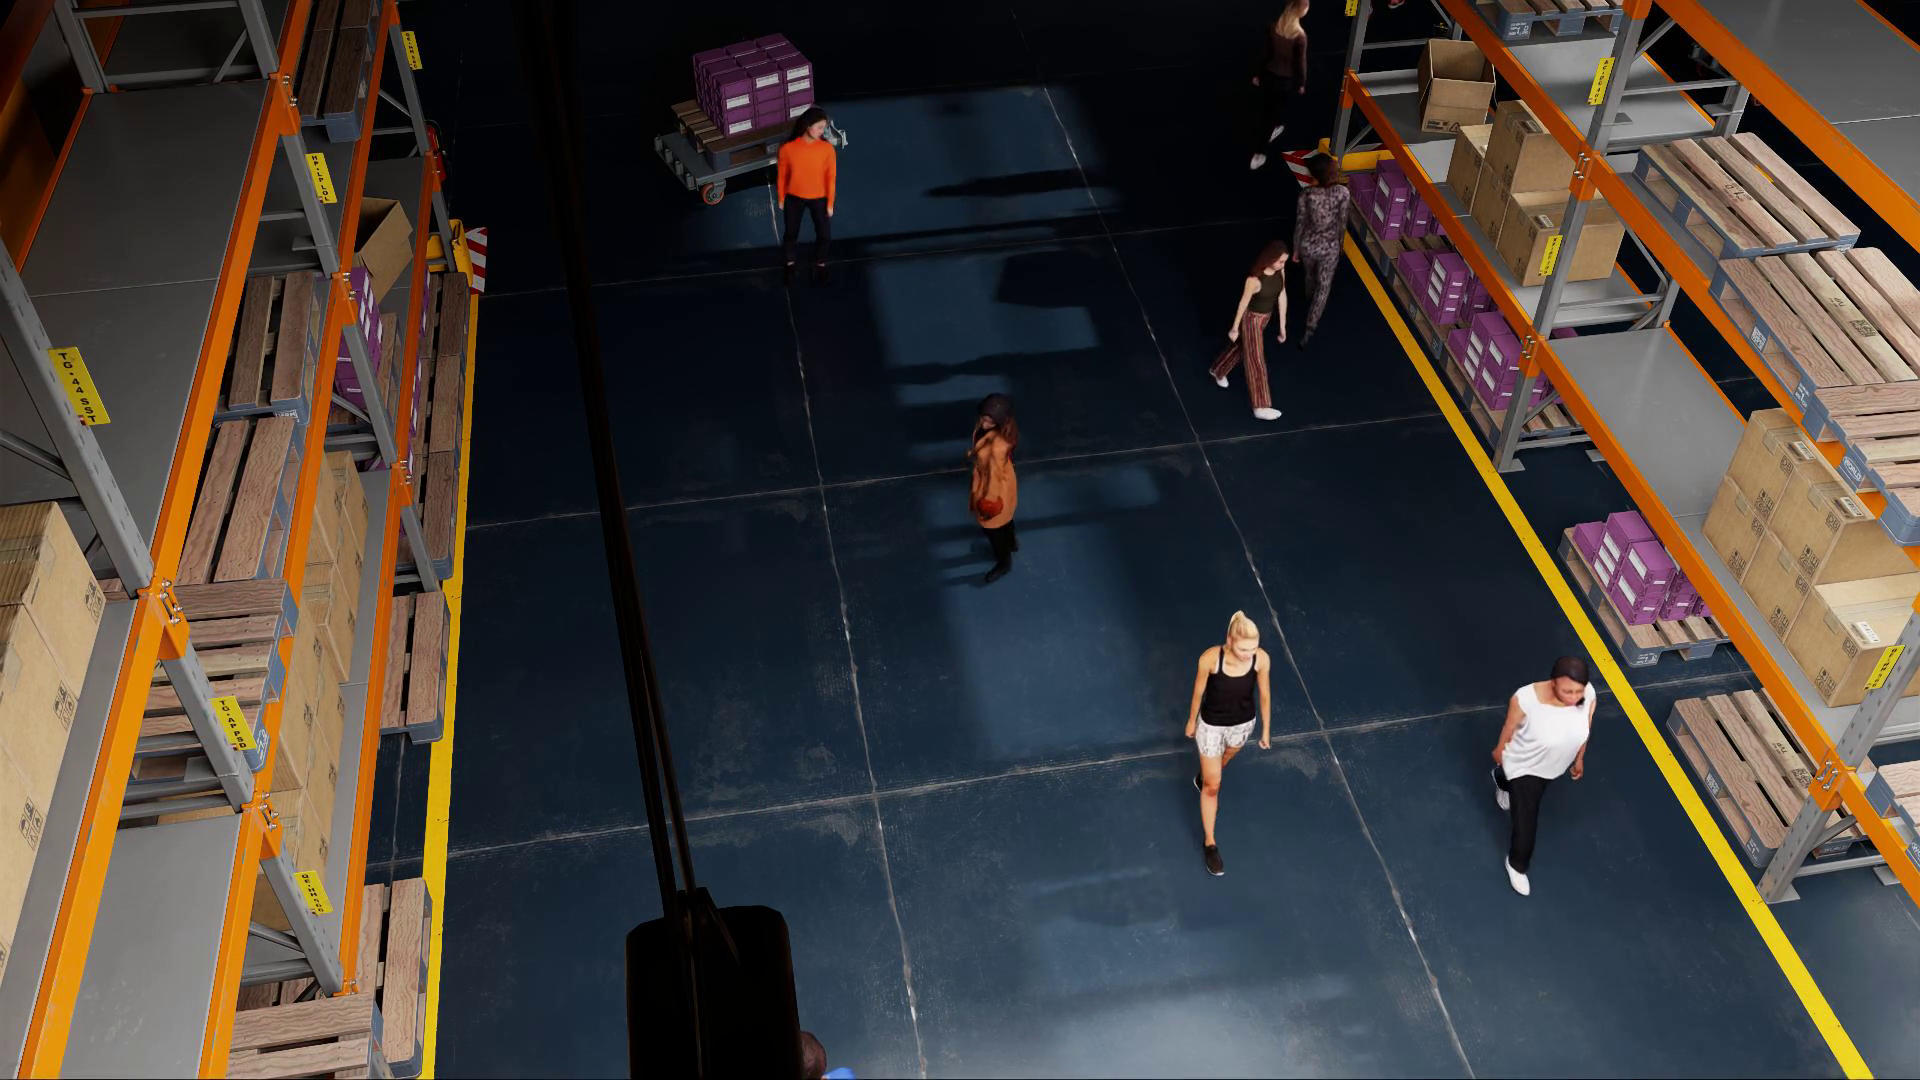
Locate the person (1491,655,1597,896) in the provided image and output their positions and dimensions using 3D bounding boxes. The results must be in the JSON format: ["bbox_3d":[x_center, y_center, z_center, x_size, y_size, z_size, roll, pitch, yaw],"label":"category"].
[{"bbox_3d":[3.419,1.236,9.840,0.680,1.653,1.094,-9,44,-9],"label":"person"}]

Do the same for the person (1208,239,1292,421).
[{"bbox_3d":[2.272,-1.752,13.085,0.915,1.504,1.154,-24,49,-23],"label":"person"}]

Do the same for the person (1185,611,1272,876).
[{"bbox_3d":[1.573,1.041,9.931,0.641,1.810,1.000,-5,44,-6],"label":"person"}]

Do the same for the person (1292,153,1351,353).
[{"bbox_3d":[2.915,-2.305,13.545,0.916,1.670,1.199,12,45,12],"label":"person"}]

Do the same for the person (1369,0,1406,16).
[{"bbox_3d":[4.694,-6.512,17.842,1.088,1.833,1.098,31,52,29],"label":"person"}]

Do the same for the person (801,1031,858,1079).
[{"bbox_3d":[-0.666,2.935,7.903,0.676,1.865,0.670,-23,48,-22],"label":"person"}]

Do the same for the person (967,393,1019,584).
[{"bbox_3d":[0.282,-0.397,11.525,0.904,1.694,0.600,5,44,5],"label":"person"}]

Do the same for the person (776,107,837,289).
[{"bbox_3d":[-1.293,-2.904,14.136,0.703,1.723,0.603,9,44,9],"label":"person"}]

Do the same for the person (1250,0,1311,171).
[{"bbox_3d":[2.934,-4.247,15.594,1.010,1.656,1.005,34,53,30],"label":"person"}]
